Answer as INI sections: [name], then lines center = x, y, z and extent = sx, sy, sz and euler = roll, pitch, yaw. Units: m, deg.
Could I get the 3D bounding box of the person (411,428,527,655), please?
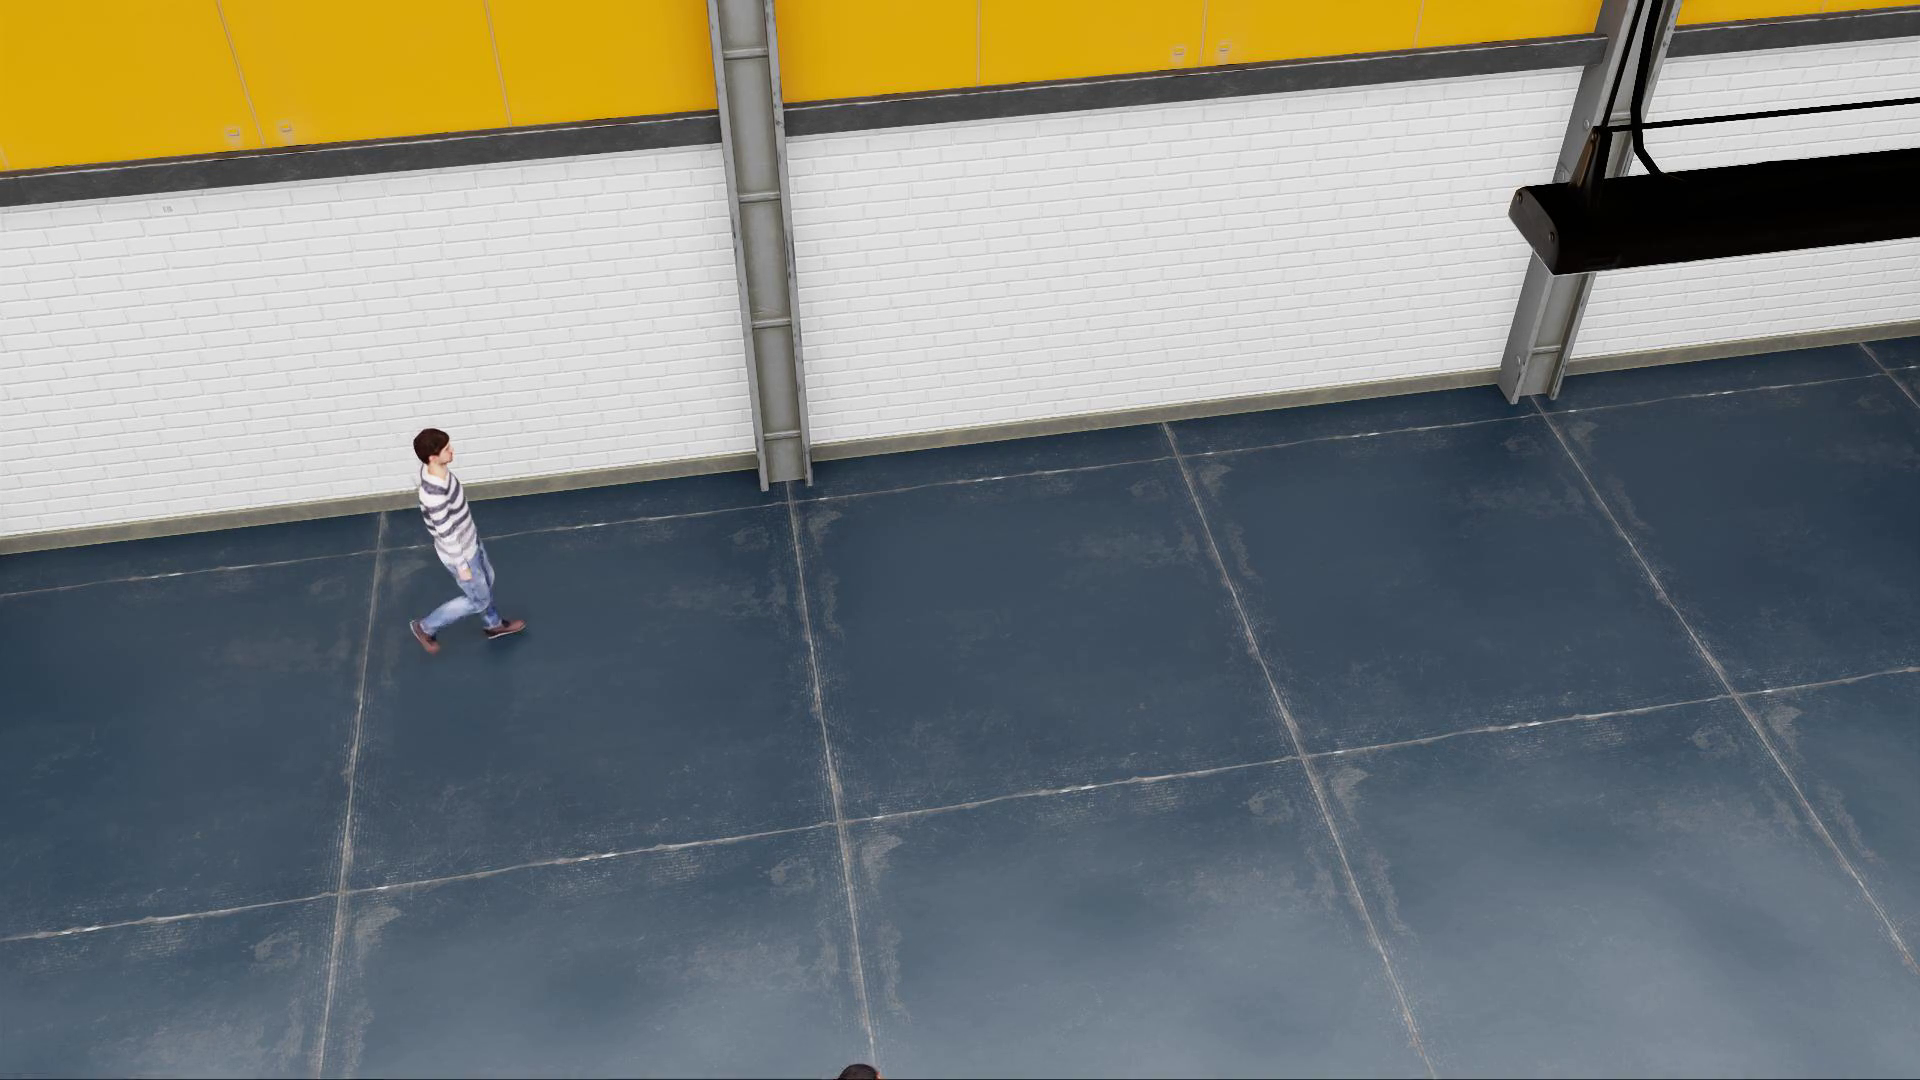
[person]
center = -3.338, 0.055, 10.773
extent = 0.918, 1.833, 0.647
euler = -8, 44, -8
